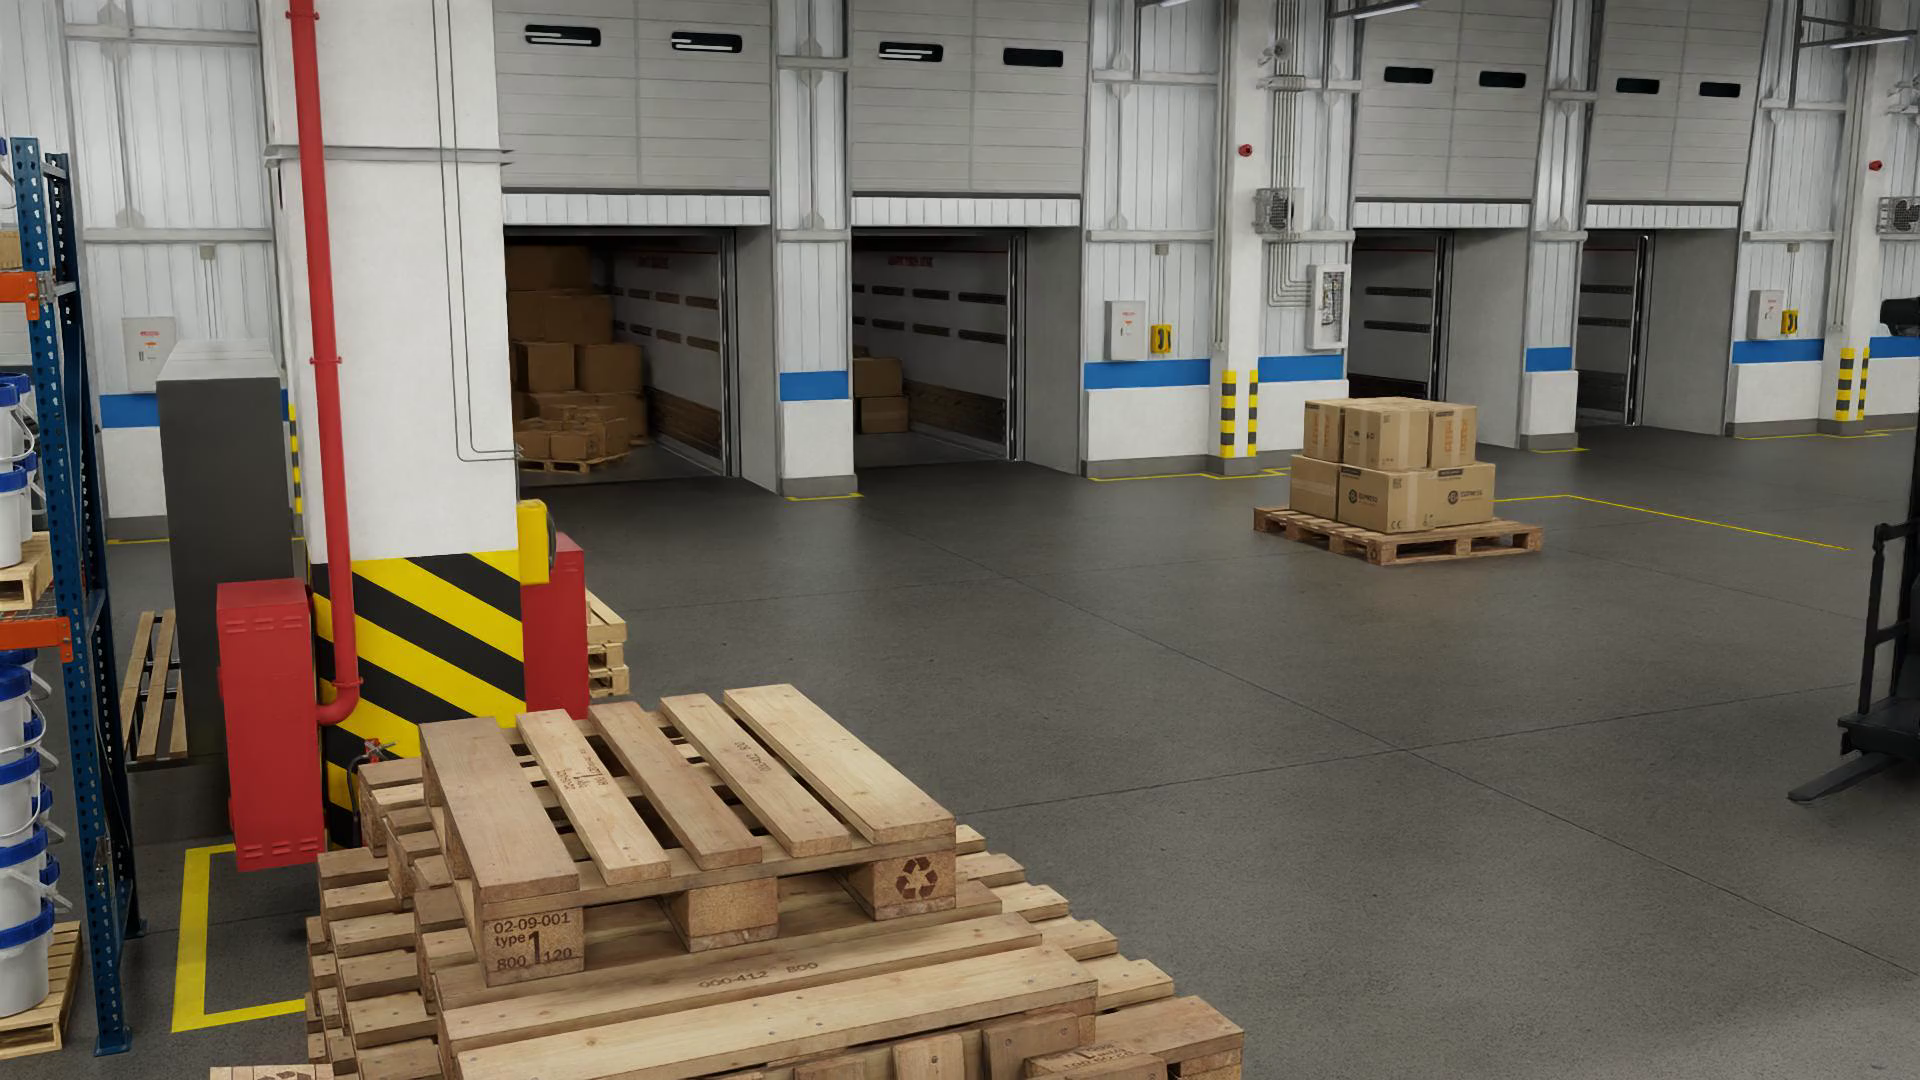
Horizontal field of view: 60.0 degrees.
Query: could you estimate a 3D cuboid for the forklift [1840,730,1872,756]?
[{"bbox_3d":[5.669,-0.263,8.633,1.873,2.768,1.129,-9,13,-40],"label":"forklift"}]
